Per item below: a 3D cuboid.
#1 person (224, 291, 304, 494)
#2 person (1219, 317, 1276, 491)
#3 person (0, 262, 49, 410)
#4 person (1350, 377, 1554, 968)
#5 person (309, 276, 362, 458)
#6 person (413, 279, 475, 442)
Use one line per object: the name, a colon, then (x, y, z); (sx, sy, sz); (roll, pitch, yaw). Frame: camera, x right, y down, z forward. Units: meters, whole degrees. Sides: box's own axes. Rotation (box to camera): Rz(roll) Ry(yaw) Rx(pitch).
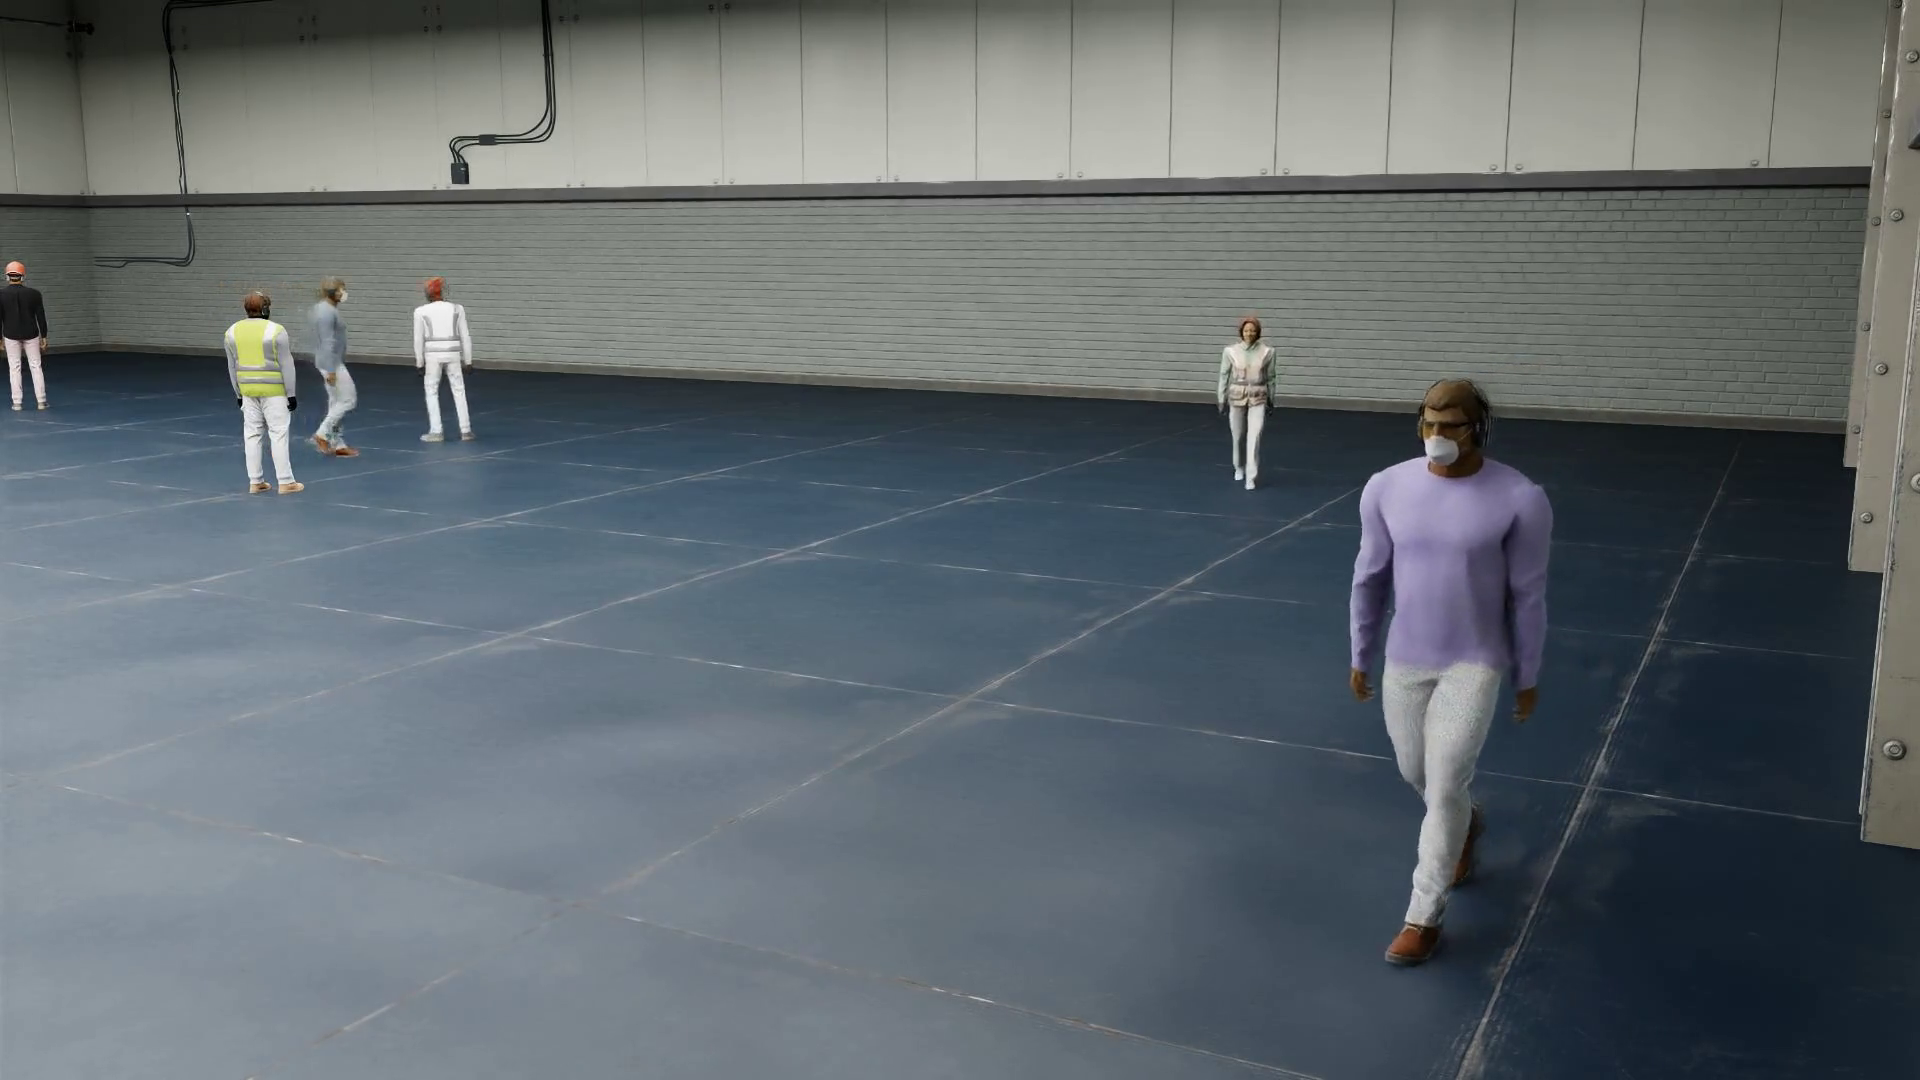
person: (-6.332, -1.336, 15.171); (0.626, 1.846, 0.429); (2, 11, 9)
person: (2.701, -1.306, 15.666); (0.526, 1.605, 0.811); (2, 11, 9)
person: (-12.693, -2.755, 22.493); (0.623, 1.992, 0.396); (-6, 12, -29)
person: (1.658, 0.389, 5.618); (0.639, 1.910, 0.908); (7, 13, 34)
person: (-6.561, -1.804, 17.496); (0.432, 1.926, 0.653); (-3, 11, -17)
person: (-5.906, -2.053, 19.066); (0.661, 1.857, 0.354); (-6, 12, -28)
